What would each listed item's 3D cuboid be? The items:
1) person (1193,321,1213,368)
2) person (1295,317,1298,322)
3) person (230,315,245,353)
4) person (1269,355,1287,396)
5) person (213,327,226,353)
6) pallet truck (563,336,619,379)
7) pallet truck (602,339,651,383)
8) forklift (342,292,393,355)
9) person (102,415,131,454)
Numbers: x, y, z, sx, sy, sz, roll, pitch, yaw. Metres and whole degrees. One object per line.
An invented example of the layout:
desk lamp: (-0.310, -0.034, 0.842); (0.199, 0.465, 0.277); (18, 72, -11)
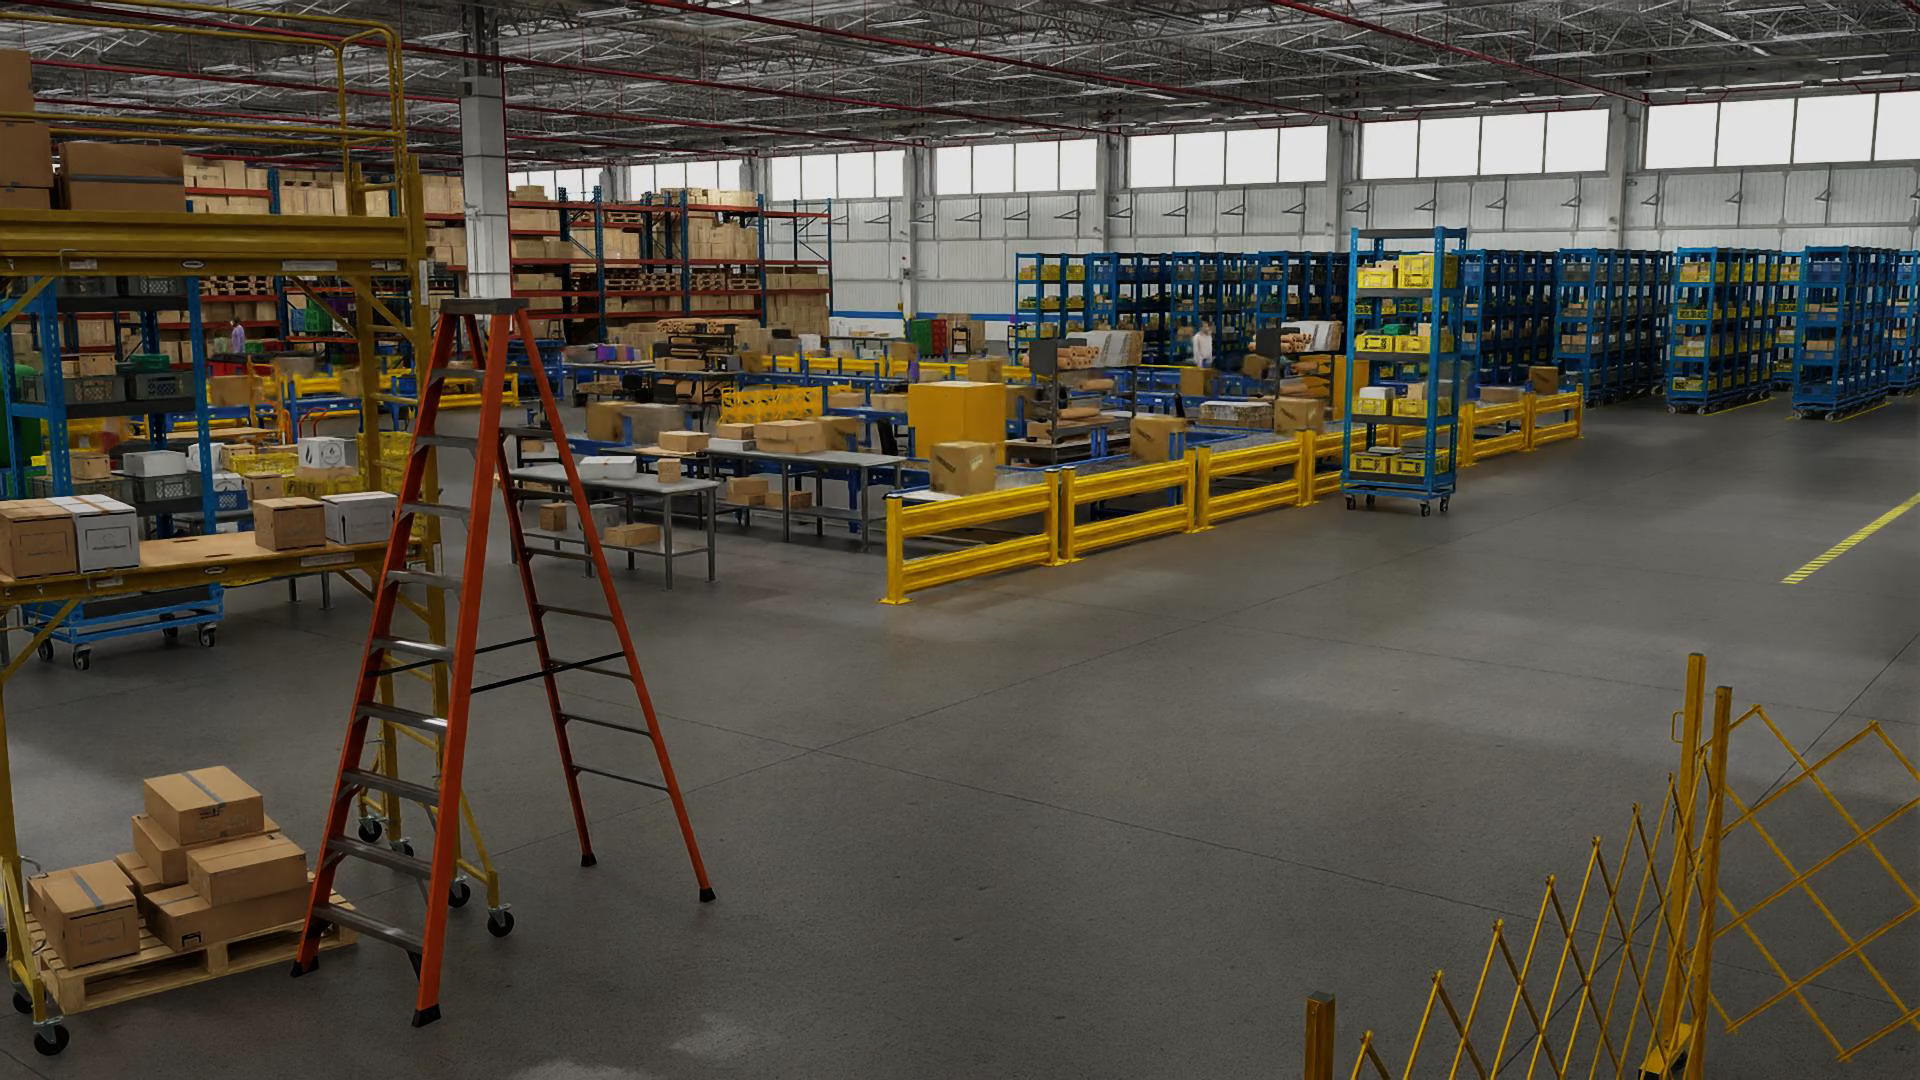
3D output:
person: (5.920, -4.426, 40.772); (0.651, 1.882, 0.756); (-8, 12, -42)
person: (10.281, -6.052, 50.604); (0.415, 1.985, 0.611); (7, 11, 36)
person: (-19.140, -4.995, 44.135); (0.372, 1.940, 0.627); (-5, 10, -27)
person: (7.184, -3.823, 37.223); (0.731, 1.799, 0.616); (7, 12, 38)
person: (-19.933, -4.954, 44.930); (0.781, 1.603, 0.497); (-7, 11, -36)
pallet truck: (-10.690, -5.294, 48.215); (1.601, 1.201, 0.680); (-5, 10, -26)
pallet truck: (-8.991, -4.871, 45.351); (0.653, 1.274, 1.630); (7, 11, 37)
forklift: (-16.485, -5.622, 45.120); (1.129, 2.768, 1.873); (7, 11, 37)
person: (-11.418, -1.451, 22.688); (0.556, 1.706, 0.894); (2, 9, 15)
